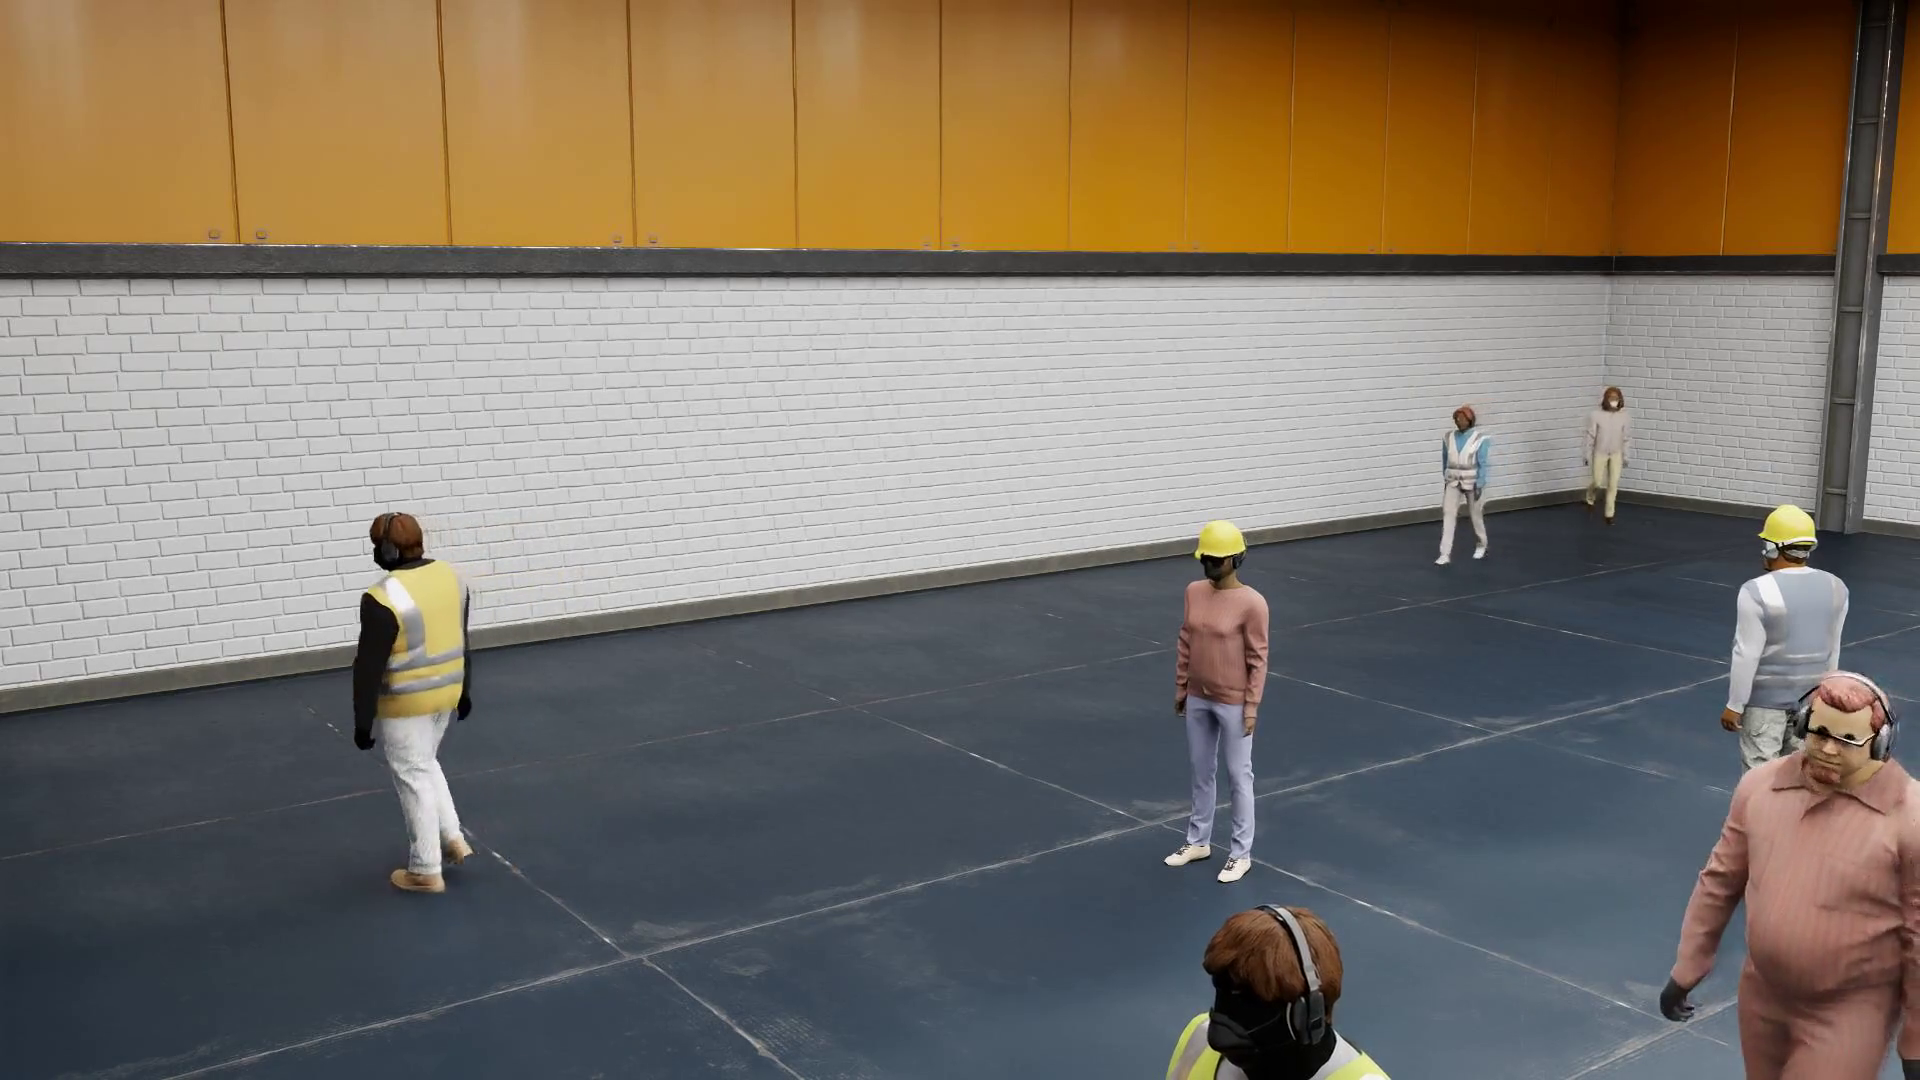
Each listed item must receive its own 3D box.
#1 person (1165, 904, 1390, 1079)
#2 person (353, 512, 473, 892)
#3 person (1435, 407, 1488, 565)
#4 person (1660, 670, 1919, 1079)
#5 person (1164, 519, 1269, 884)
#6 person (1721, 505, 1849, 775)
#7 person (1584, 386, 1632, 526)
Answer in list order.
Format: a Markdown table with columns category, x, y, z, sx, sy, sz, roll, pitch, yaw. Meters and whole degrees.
| category | x | y | z | sx | sy | sz | roll | pitch | yaw |
| --- | --- | --- | --- | --- | --- | --- | --- | --- | --- |
| person | 0.555 | 1.550 | 3.039 | 0.429 | 1.842 | 0.637 | -6 | 11 | -32 |
| person | -2.590 | 0.774 | 7.870 | 0.449 | 1.829 | 0.655 | 4 | 10 | 21 |
| person | 5.137 | -0.563 | 16.848 | 0.516 | 1.597 | 0.844 | 8 | 12 | 40 |
| person | 2.310 | 1.279 | 4.599 | 0.625 | 1.873 | 0.689 | -4 | 10 | -24 |
| person | 1.250 | 0.771 | 8.080 | 0.313 | 1.767 | 0.523 | -8 | 12 | -42 |
| person | 3.958 | 0.741 | 8.055 | 0.599 | 1.831 | 0.404 | -3 | 10 | -16 |
| person | 7.526 | -0.991 | 19.378 | 0.506 | 1.619 | 0.436 | 1 | 9 | 3 |
